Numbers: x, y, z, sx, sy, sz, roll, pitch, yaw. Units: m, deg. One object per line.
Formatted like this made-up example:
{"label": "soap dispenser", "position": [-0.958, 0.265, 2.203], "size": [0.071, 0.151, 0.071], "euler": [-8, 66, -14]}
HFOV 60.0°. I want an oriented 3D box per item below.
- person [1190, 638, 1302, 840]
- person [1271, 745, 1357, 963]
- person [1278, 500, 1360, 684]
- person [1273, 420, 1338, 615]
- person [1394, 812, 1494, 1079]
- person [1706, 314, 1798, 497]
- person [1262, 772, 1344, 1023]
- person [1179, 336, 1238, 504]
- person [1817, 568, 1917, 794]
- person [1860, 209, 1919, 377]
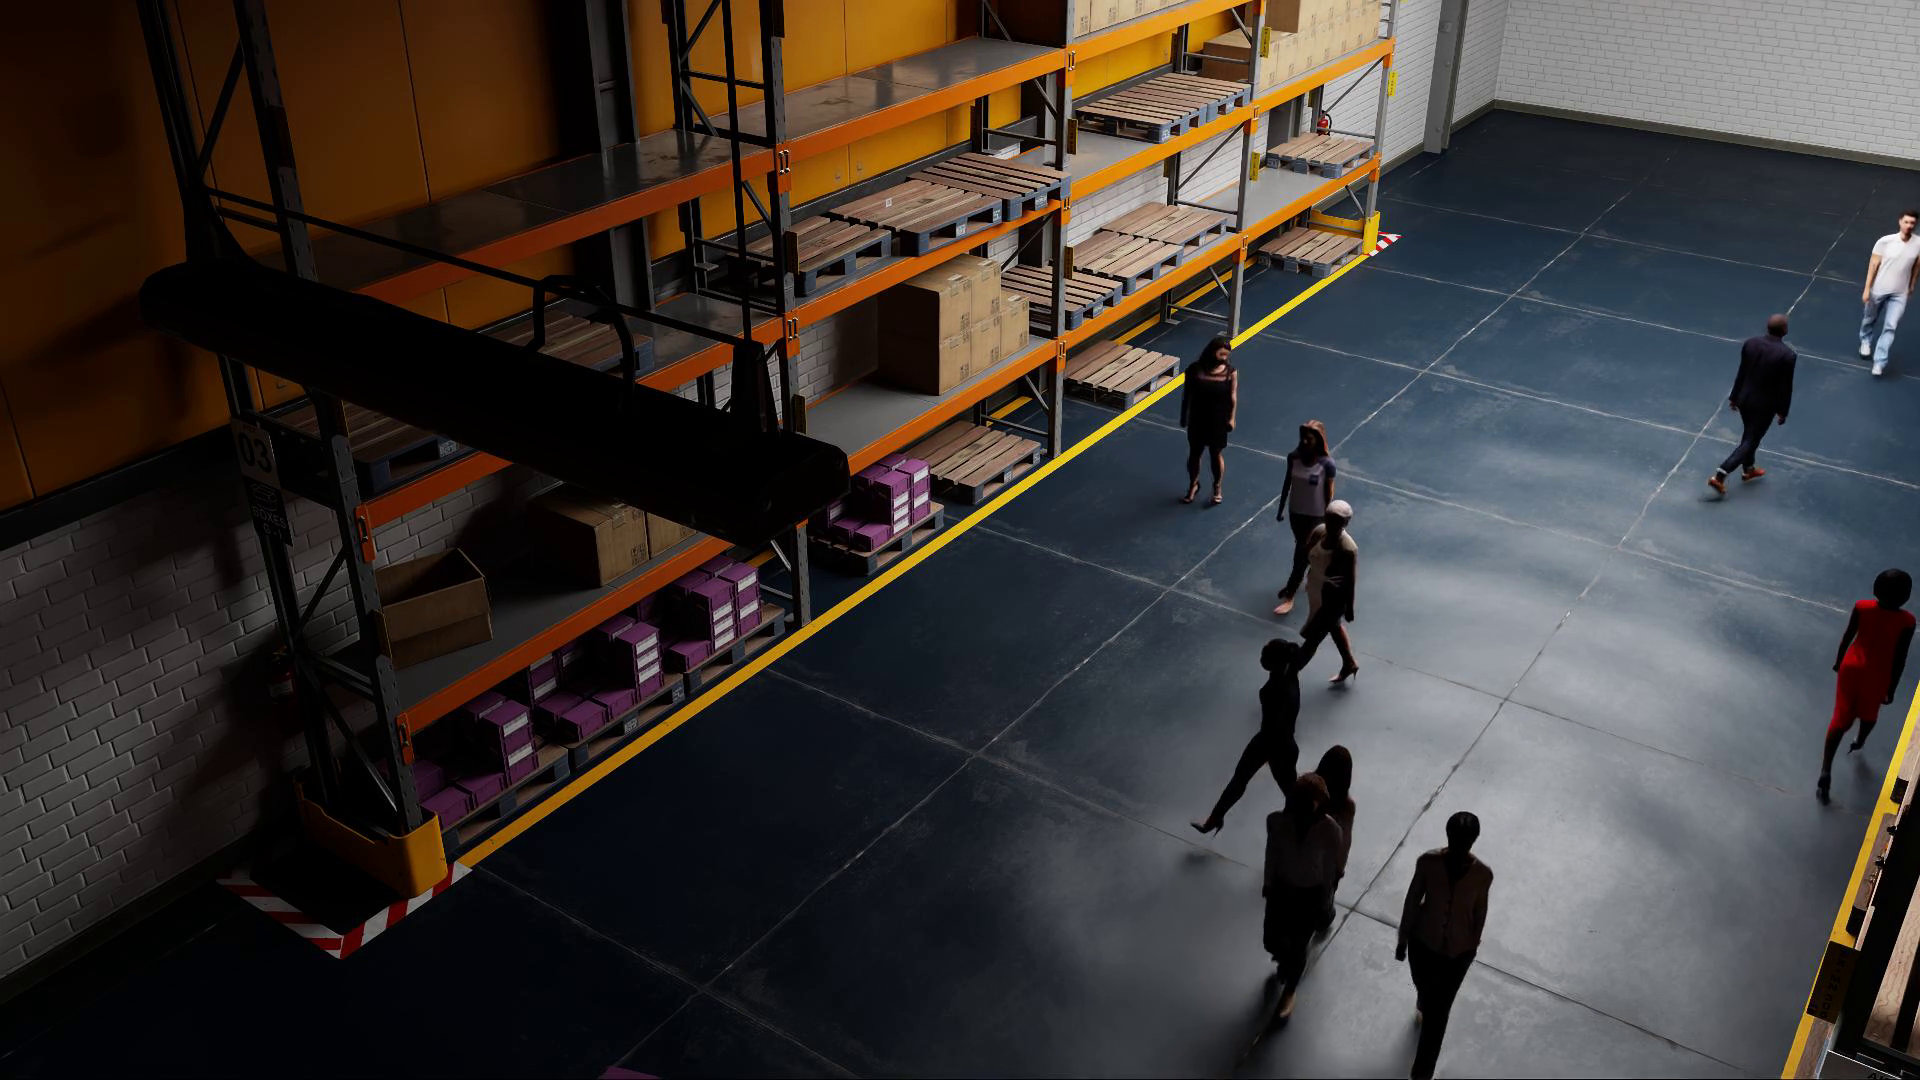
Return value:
{"label": "person", "position": [2.189, 1.405, 11.082], "size": [1.036, 1.666, 1.063], "euler": [0, 29, 0]}
{"label": "person", "position": [2.185, 1.981, 10.253], "size": [0.568, 1.449, 1.008], "euler": [17, 33, 28]}
{"label": "person", "position": [2.899, 0.457, 12.789], "size": [1.222, 1.696, 1.079], "euler": [-9, 30, -16]}
{"label": "person", "position": [2.991, -0.248, 14.087], "size": [1.116, 1.691, 0.713], "euler": [-25, 37, -38]}
{"label": "person", "position": [2.750, 2.228, 9.503], "size": [0.785, 1.732, 1.183], "euler": [11, 31, 20]}
{"label": "person", "position": [7.537, -1.262, 15.846], "size": [1.296, 1.785, 1.068], "euler": [-14, 31, -24]}
{"label": "person", "position": [2.016, 2.038, 9.807], "size": [0.662, 1.776, 0.763], "euler": [12, 31, 22]}
{"label": "person", "position": [2.318, -1.123, 15.673], "size": [0.756, 1.707, 0.719], "euler": [12, 31, 21]}
{"label": "person", "position": [6.360, 1.022, 11.746], "size": [0.627, 1.702, 1.096], "euler": [21, 35, 33]}
{"label": "person", "position": [10.433, -2.828, 18.679], "size": [0.805, 1.822, 1.228], "euler": [13, 31, 23]}
